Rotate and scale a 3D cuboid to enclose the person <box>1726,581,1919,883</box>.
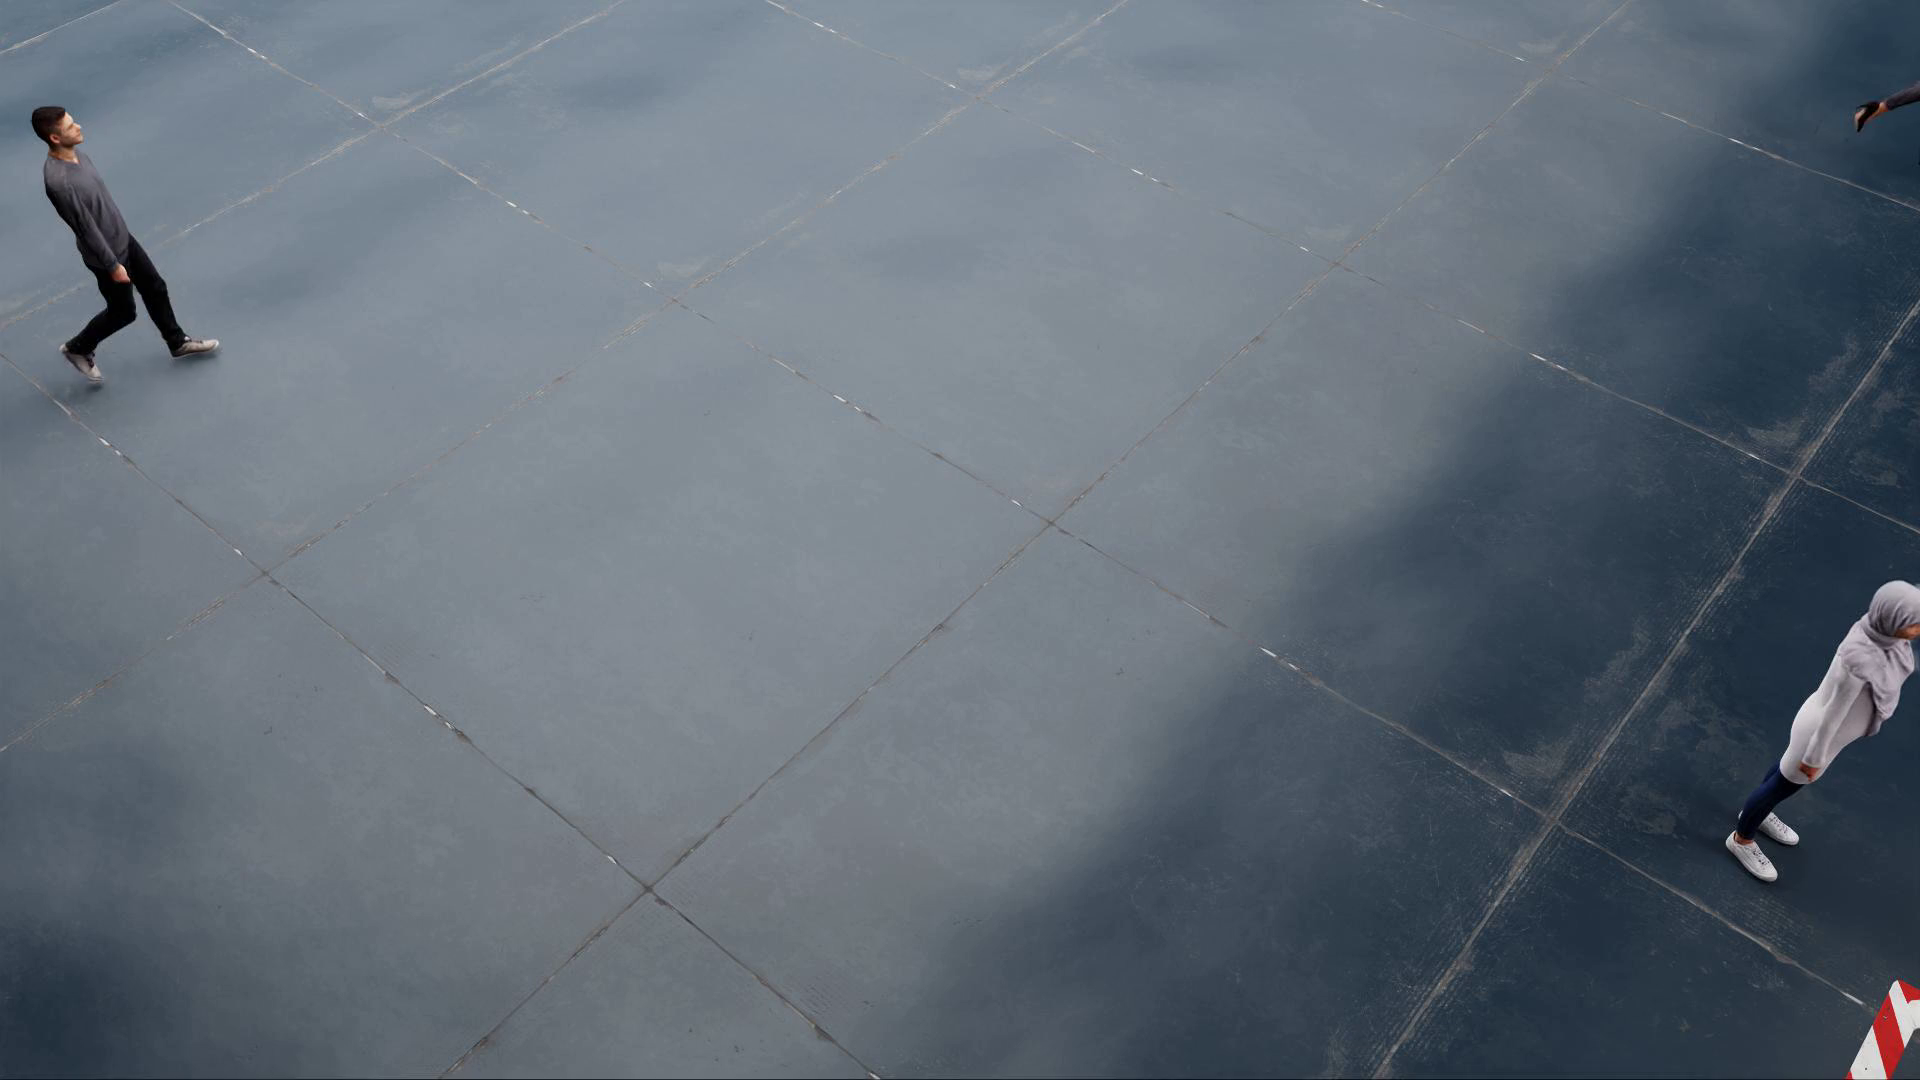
[{"bbox_3d":[3.702,0.797,7.119,0.537,1.776,0.619,36,57,28],"label":"person"}]

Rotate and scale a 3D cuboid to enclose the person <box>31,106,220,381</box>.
[{"bbox_3d":[-4.892,-1.623,9.380,1.064,1.740,1.072,-10,48,-9],"label":"person"}]
